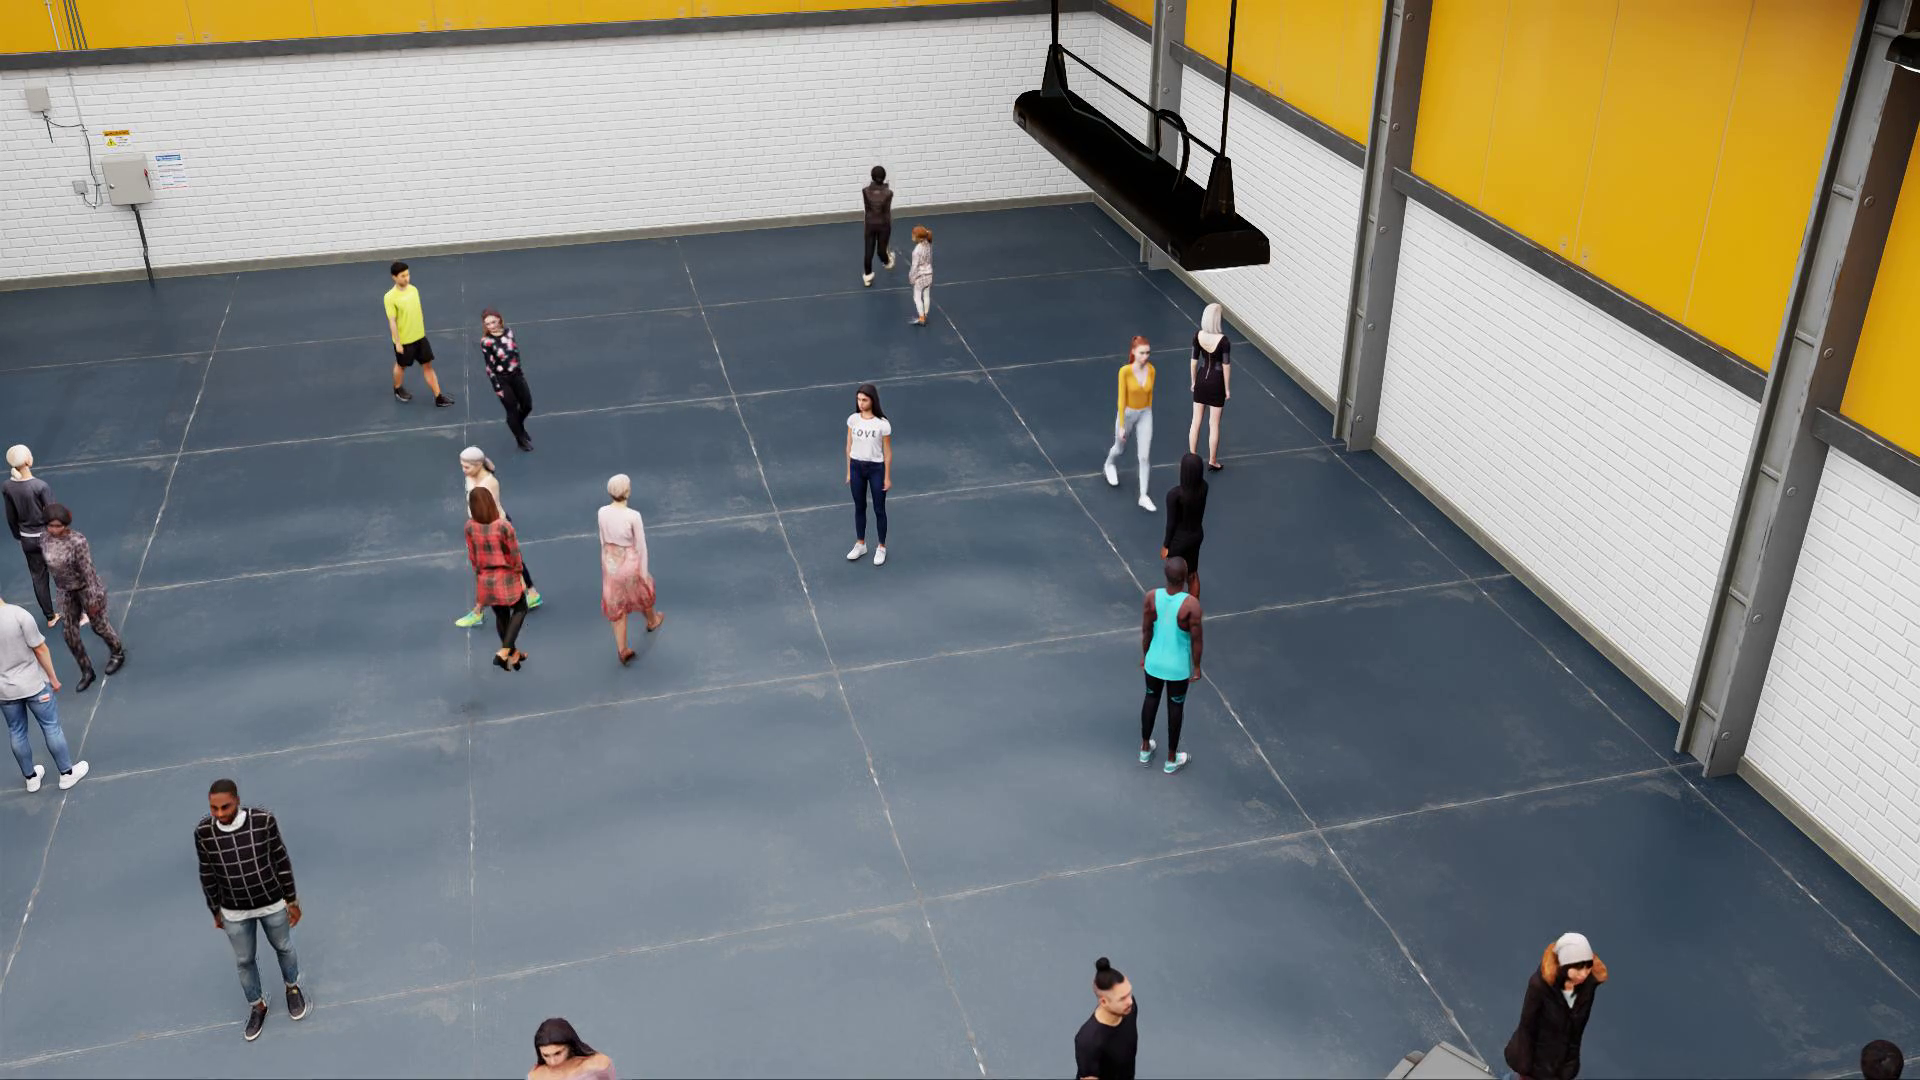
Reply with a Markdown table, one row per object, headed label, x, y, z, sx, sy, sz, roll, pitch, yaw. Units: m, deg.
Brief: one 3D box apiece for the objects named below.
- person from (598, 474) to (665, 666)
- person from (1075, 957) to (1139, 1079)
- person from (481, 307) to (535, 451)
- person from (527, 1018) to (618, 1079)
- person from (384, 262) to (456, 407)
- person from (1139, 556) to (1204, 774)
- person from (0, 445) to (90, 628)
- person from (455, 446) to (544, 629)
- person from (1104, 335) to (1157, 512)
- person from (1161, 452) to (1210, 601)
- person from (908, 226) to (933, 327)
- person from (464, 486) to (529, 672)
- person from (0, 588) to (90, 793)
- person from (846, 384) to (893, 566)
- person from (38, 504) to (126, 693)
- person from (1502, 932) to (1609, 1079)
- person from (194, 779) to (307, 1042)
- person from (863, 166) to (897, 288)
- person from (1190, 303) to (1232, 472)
| label | x | y | z | sx | sy | sz | roll | pitch | yaw |
| --- | --- | --- | --- | --- | --- | --- | --- | --- | --- |
| person | -2.827 | 0.285 | 13.848 | 0.894 | 1.660 | 1.078 | 5 | 29 | 10 |
| person | 0.764 | 2.923 | 8.797 | 0.827 | 1.865 | 0.768 | 16 | 32 | 26 |
| person | -4.805 | -1.692 | 17.476 | 0.795 | 1.656 | 0.748 | 16 | 32 | 27 |
| person | -1.941 | 3.067 | 8.614 | 0.638 | 1.787 | 0.836 | -8 | 30 | -15 |
| person | -6.207 | -2.280 | 18.545 | 1.184 | 1.664 | 1.099 | 17 | 33 | 28 |
| person | 1.555 | 0.939 | 12.494 | 0.711 | 1.807 | 0.760 | 15 | 32 | 25 |
| person | -7.931 | -0.037 | 14.367 | 0.668 | 1.726 | 0.609 | 0 | 29 | 1 |
| person | -3.963 | -0.088 | 14.529 | 0.948 | 1.661 | 1.079 | -22 | 35 | -34 |
| person | 1.673 | -1.201 | 16.520 | 0.631 | 1.710 | 1.194 | -9 | 30 | -16 |
| person | 1.922 | 0.019 | 14.271 | 0.685 | 1.720 | 0.665 | -22 | 36 | -35 |
| person | -0.477 | -3.333 | 20.860 | 0.615 | 1.295 | 0.652 | -21 | 35 | -33 |
| person | -3.817 | 0.385 | 13.644 | 0.802 | 1.680 | 0.879 | 7 | 29 | 12 |
| person | -6.939 | 1.020 | 12.259 | 0.699 | 1.890 | 0.605 | -3 | 29 | -6 |
| person | -0.839 | -0.616 | 15.379 | 0.670 | 1.774 | 0.693 | 10 | 30 | 17 |
| person | -7.163 | 0.404 | 13.604 | 0.744 | 1.683 | 0.896 | 6 | 29 | 12 |
| person | 3.228 | 2.810 | 9.280 | 0.756 | 1.600 | 1.050 | -2 | 29 | -4 |
| person | -4.333 | 2.178 | 10.210 | 0.690 | 1.819 | 0.649 | -9 | 30 | -15 |
| person | -1.072 | -4.190 | 22.056 | 0.776 | 1.656 | 0.911 | 0 | 29 | 0 |
| person | 2.561 | -1.564 | 17.060 | 0.640 | 1.830 | 0.712 | 17 | 33 | 29 |
